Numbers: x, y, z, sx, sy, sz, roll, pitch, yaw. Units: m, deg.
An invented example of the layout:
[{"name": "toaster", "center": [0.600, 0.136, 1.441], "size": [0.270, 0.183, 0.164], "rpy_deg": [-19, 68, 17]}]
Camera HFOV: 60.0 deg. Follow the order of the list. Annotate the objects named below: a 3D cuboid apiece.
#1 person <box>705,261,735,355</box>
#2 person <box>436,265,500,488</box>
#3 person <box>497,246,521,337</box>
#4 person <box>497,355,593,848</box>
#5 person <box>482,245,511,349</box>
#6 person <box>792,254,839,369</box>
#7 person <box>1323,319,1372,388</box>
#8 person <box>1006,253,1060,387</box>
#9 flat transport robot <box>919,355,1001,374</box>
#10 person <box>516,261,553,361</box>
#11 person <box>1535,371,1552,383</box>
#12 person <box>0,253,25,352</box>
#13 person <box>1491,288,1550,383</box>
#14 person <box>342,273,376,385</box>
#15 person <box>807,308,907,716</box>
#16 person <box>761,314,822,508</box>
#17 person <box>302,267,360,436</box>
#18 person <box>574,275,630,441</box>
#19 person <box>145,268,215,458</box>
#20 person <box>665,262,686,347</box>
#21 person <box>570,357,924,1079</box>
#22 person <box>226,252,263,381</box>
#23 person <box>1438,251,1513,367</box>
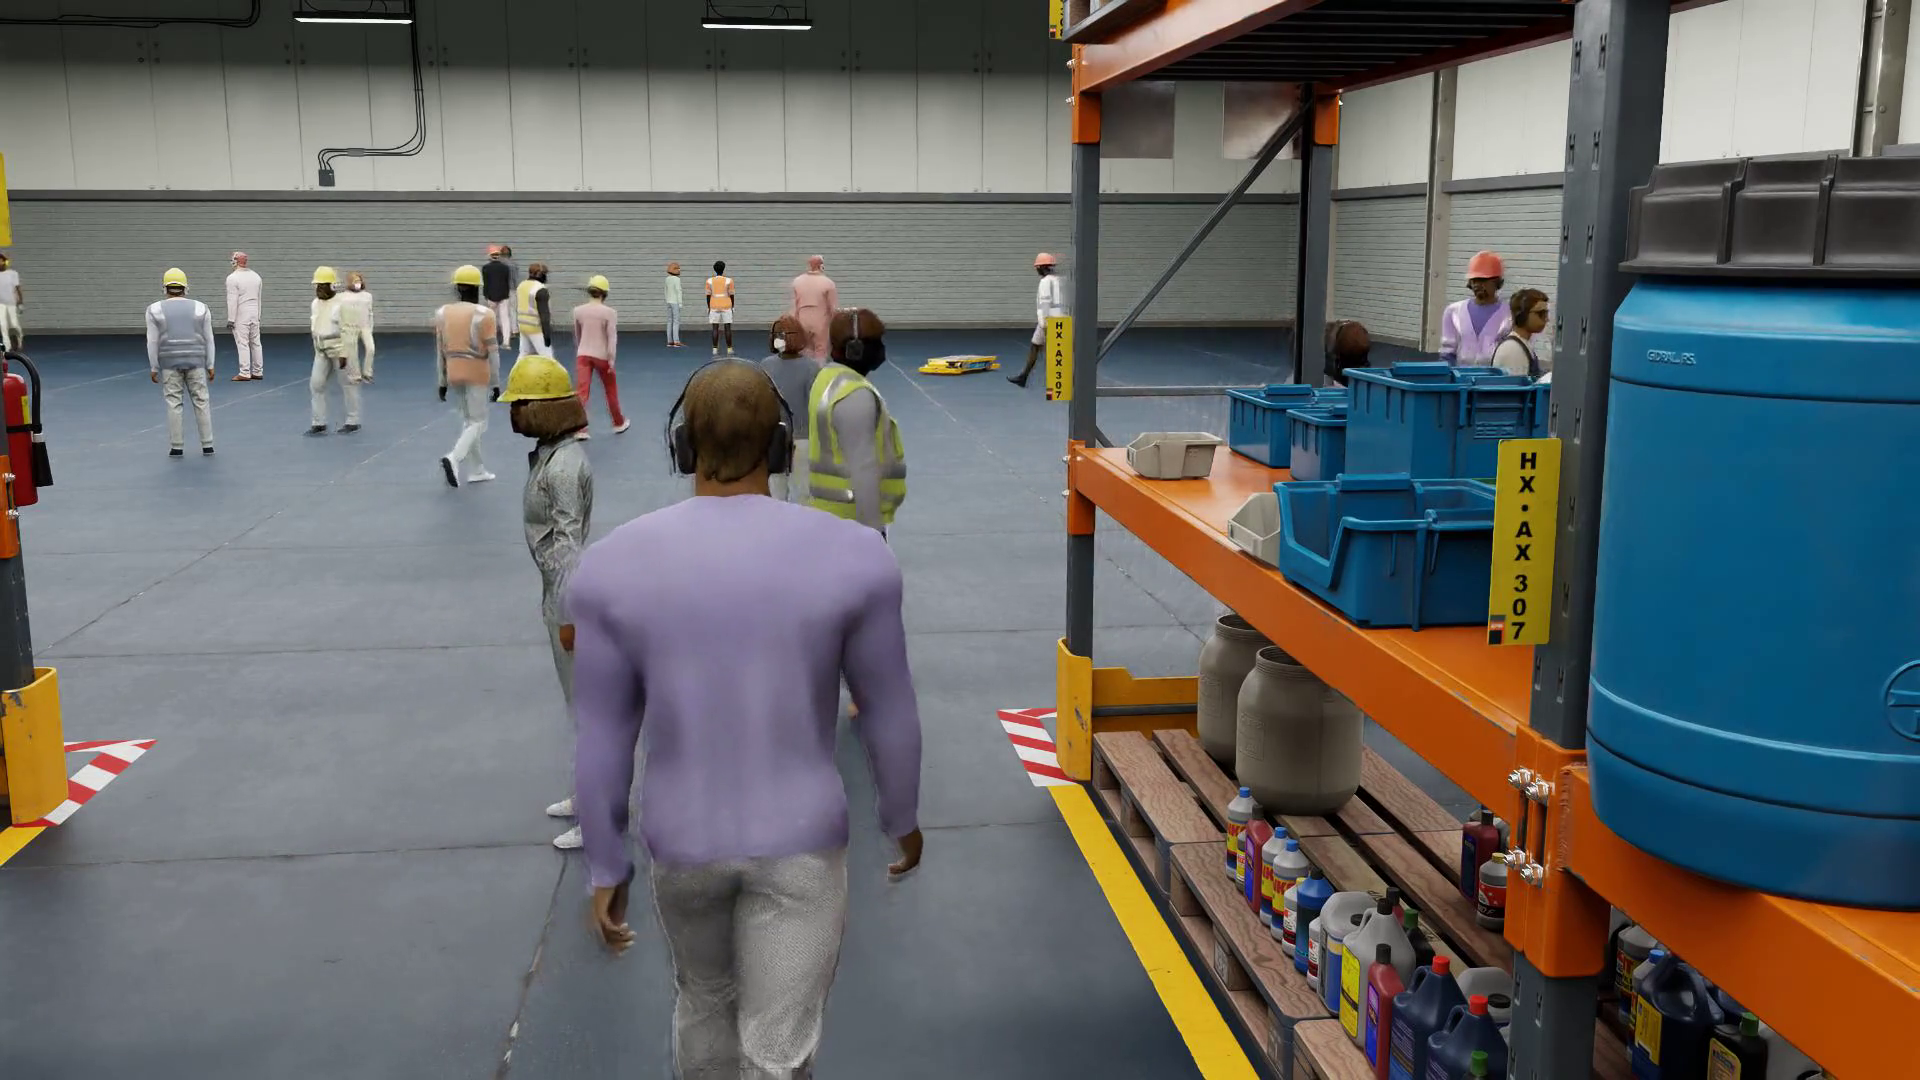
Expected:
[{"name": "person", "center": [-4.338, -4.203, 30.155], "size": [0.533, 1.697, 0.319], "rpy_deg": [0, 10, -2]}, {"name": "person", "center": [-4.233, -1.392, 14.209], "size": [0.592, 1.904, 0.790], "rpy_deg": [4, 11, 20]}, {"name": "person", "center": [-9.616, -5.284, 35.418], "size": [0.631, 1.940, 0.372], "rpy_deg": [3, 11, 18]}, {"name": "person", "center": [-1.403, 0.213, 5.880], "size": [0.390, 1.732, 0.494], "rpy_deg": [-3, 11, -18]}, {"name": "person", "center": [-8.907, -4.637, 31.808], "size": [0.630, 1.962, 0.869], "rpy_deg": [-10, 14, -43]}, {"name": "person", "center": [-1.945, -2.948, 22.749], "size": [0.669, 1.887, 0.446], "rpy_deg": [4, 11, 23]}, {"name": "person", "center": [1.608, -0.069, 7.278], "size": [0.974, 1.789, 0.620], "rpy_deg": [3, 11, 14]}, {"name": "person", "center": [1.122, -3.081, 23.453], "size": [0.941, 1.892, 0.576], "rpy_deg": [5, 11, 24]}, {"name": "flat transport robot", "center": [0.008, -2.788, 26.309], "size": [0.652, 0.197, 1.431], "rpy_deg": [6, 12, 31]}, {"name": "person", "center": [-5.591, -2.767, 21.978], "size": [0.664, 1.829, 0.452], "rpy_deg": [9, 14, 42]}, {"name": "person", "center": [2.740, -0.143, 7.549], "size": [0.994, 1.840, 0.589], "rpy_deg": [-1, 10, -6]}, {"name": "person", "center": [-17.434, -4.326, 30.458], "size": [0.569, 1.843, 0.692], "rpy_deg": [-3, 11, -13]}, {"name": "person", "center": [3.503, -0.624, 10.203], "size": [0.813, 1.814, 0.540], "rpy_deg": [5, 11, 25]}, {"name": "person", "center": [-8.612, -3.012, 23.837], "size": [0.514, 1.612, 0.527], "rpy_deg": [-9, 14, -40]}, {"name": "person", "center": [-0.492, -0.106, 7.346], "size": [0.516, 1.828, 0.630], "rpy_deg": [-2, 11, -11]}, {"name": "person", "center": [-1.113, -0.646, 10.829], "size": [0.499, 1.634, 0.279], "rpy_deg": [6, 12, 28]}, {"name": "person", "center": [-6.758, -2.000, 17.764], "size": [0.601, 1.801, 0.743], "rpy_deg": [5, 11, 23]}, {"name": "person", "center": [-3.838, -1.931, 17.647], "size": [0.537, 1.719, 0.919], "rpy_deg": [2, 11, 11]}, {"name": "person", "center": [-7.525, -1.704, 16.082], "size": [0.592, 1.833, 0.404], "rpy_deg": [-6, 12, -30]}, {"name": "person", "center": [-5.571, -4.591, 32.459], "size": [0.266, 1.631, 0.507], "rpy_deg": [-9, 14, -41]}, {"name": "person", "center": [-0.402, 0.585, 3.380], "size": [0.656, 1.894, 0.984], "rpy_deg": [1, 10, 6]}, {"name": "person", "center": [-10.640, -3.309, 24.681], "size": [0.410, 1.908, 0.643], "rpy_deg": [3, 11, 17]}, {"name": "person", "center": [3.752, -1.064, 12.051], "size": [0.609, 2.022, 0.617], "rpy_deg": [8, 13, 37]}]
